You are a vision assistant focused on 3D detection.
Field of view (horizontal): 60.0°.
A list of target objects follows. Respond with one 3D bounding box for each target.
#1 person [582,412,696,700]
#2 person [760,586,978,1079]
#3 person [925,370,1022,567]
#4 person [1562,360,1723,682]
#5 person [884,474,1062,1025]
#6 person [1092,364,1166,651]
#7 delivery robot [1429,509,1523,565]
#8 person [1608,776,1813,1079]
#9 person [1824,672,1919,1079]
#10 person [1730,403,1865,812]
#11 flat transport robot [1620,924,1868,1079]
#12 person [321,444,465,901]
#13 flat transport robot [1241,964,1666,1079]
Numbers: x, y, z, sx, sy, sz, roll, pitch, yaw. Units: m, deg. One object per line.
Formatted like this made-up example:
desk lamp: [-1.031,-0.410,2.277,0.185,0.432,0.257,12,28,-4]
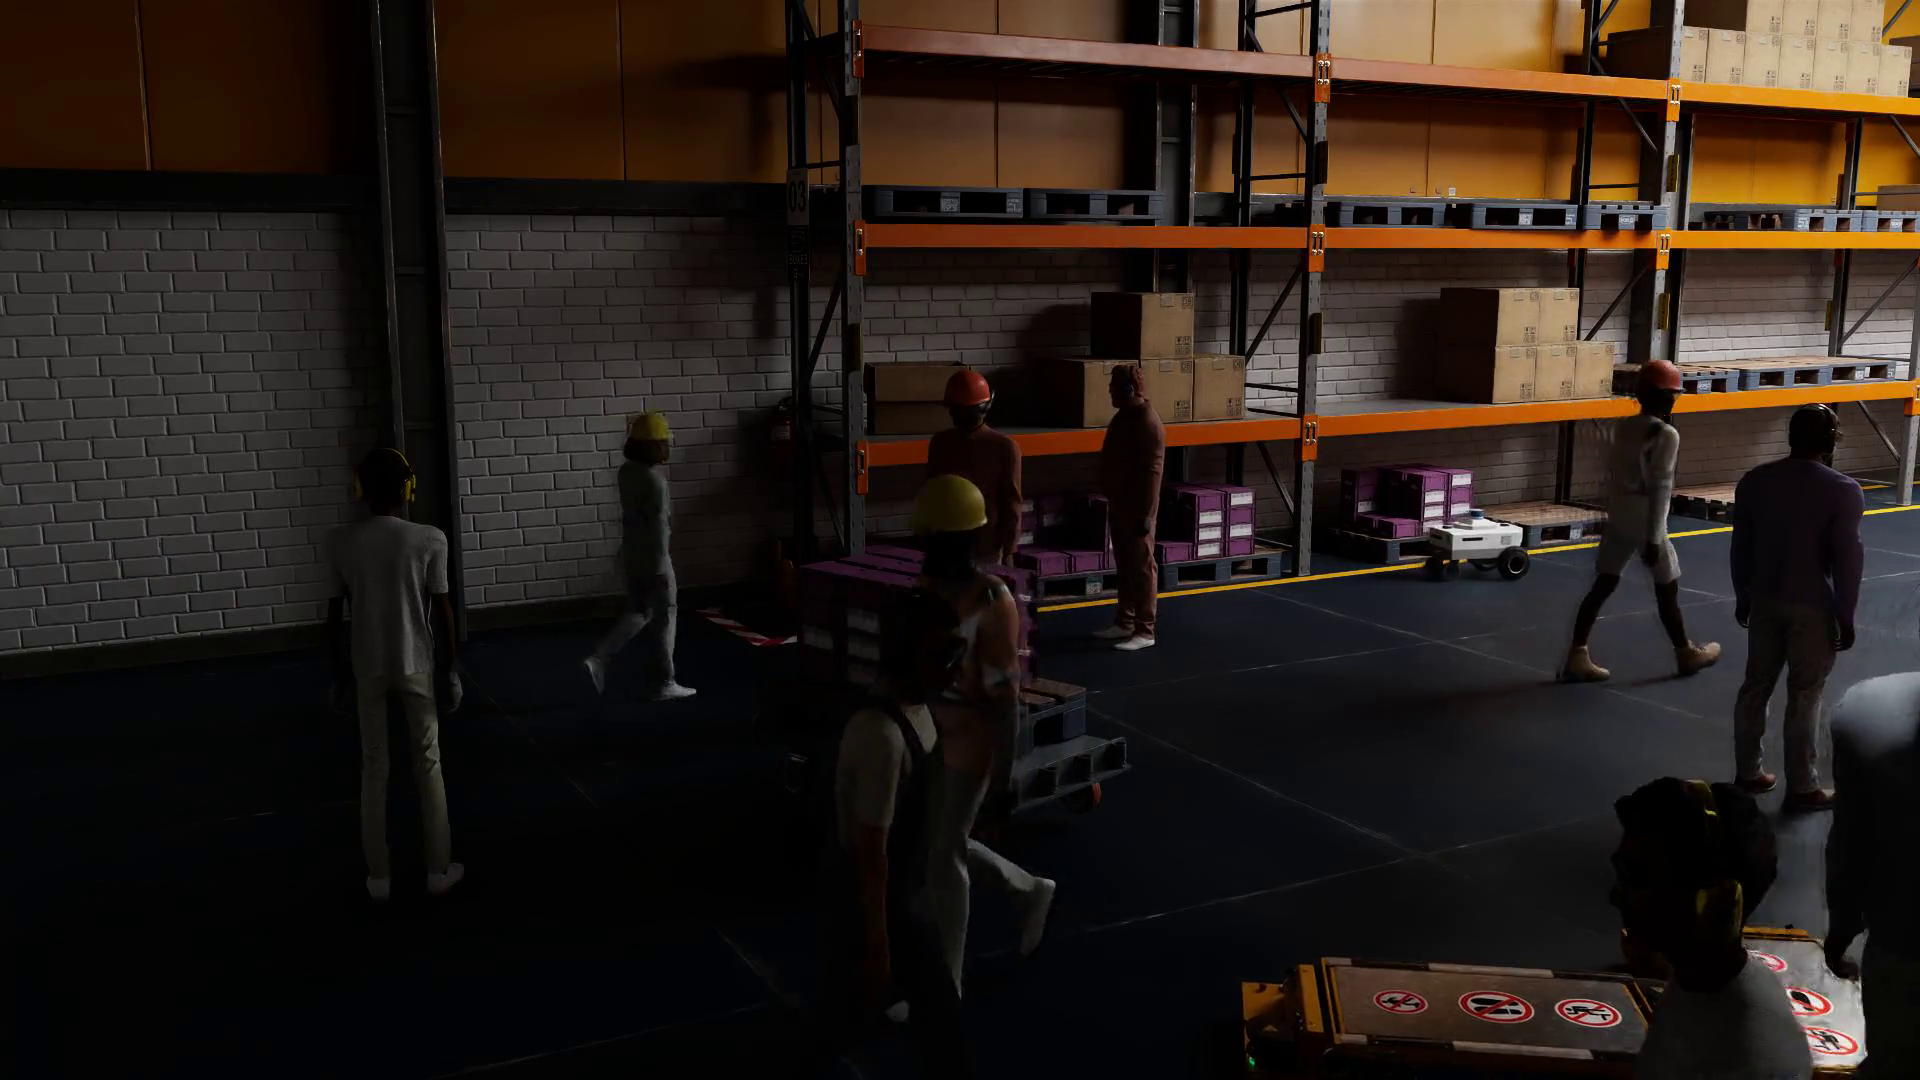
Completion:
person: [-1.882,0.111,9.710,0.581,1.723,0.493,-8,13,-39]
person: [-0.240,0.984,4.556,0.967,1.787,0.580,2,10,13]
person: [0.048,0.033,9.408,0.608,1.987,0.391,6,11,29]
person: [4.206,-0.108,10.215,1.105,1.980,0.626,-3,10,-15]
person: [0.057,0.702,5.791,0.693,1.904,0.594,-5,11,-27]
person: [1.119,-0.218,11.093,0.399,1.905,0.642,-3,10,-15]
delivery robot: [4.183,-0.010,13.503,0.707,0.478,0.477,-2,10,-13]
person: [1.218,1.276,2.659,0.493,1.851,0.527,3,10,17]
person: [2.409,0.998,4.019,0.605,1.916,0.639,-9,13,-42]
person: [3.968,0.315,7.923,0.356,1.938,0.633,-6,11,-29]
flat transport robot: [2.703,1.571,5.489,0.652,0.197,1.431,1,10,8]
person: [-2.313,0.546,6.800,0.533,1.866,0.310,-2,10,-11]
flat transport robot: [1.641,1.592,5.365,1.431,0.197,0.652,1,10,8]
